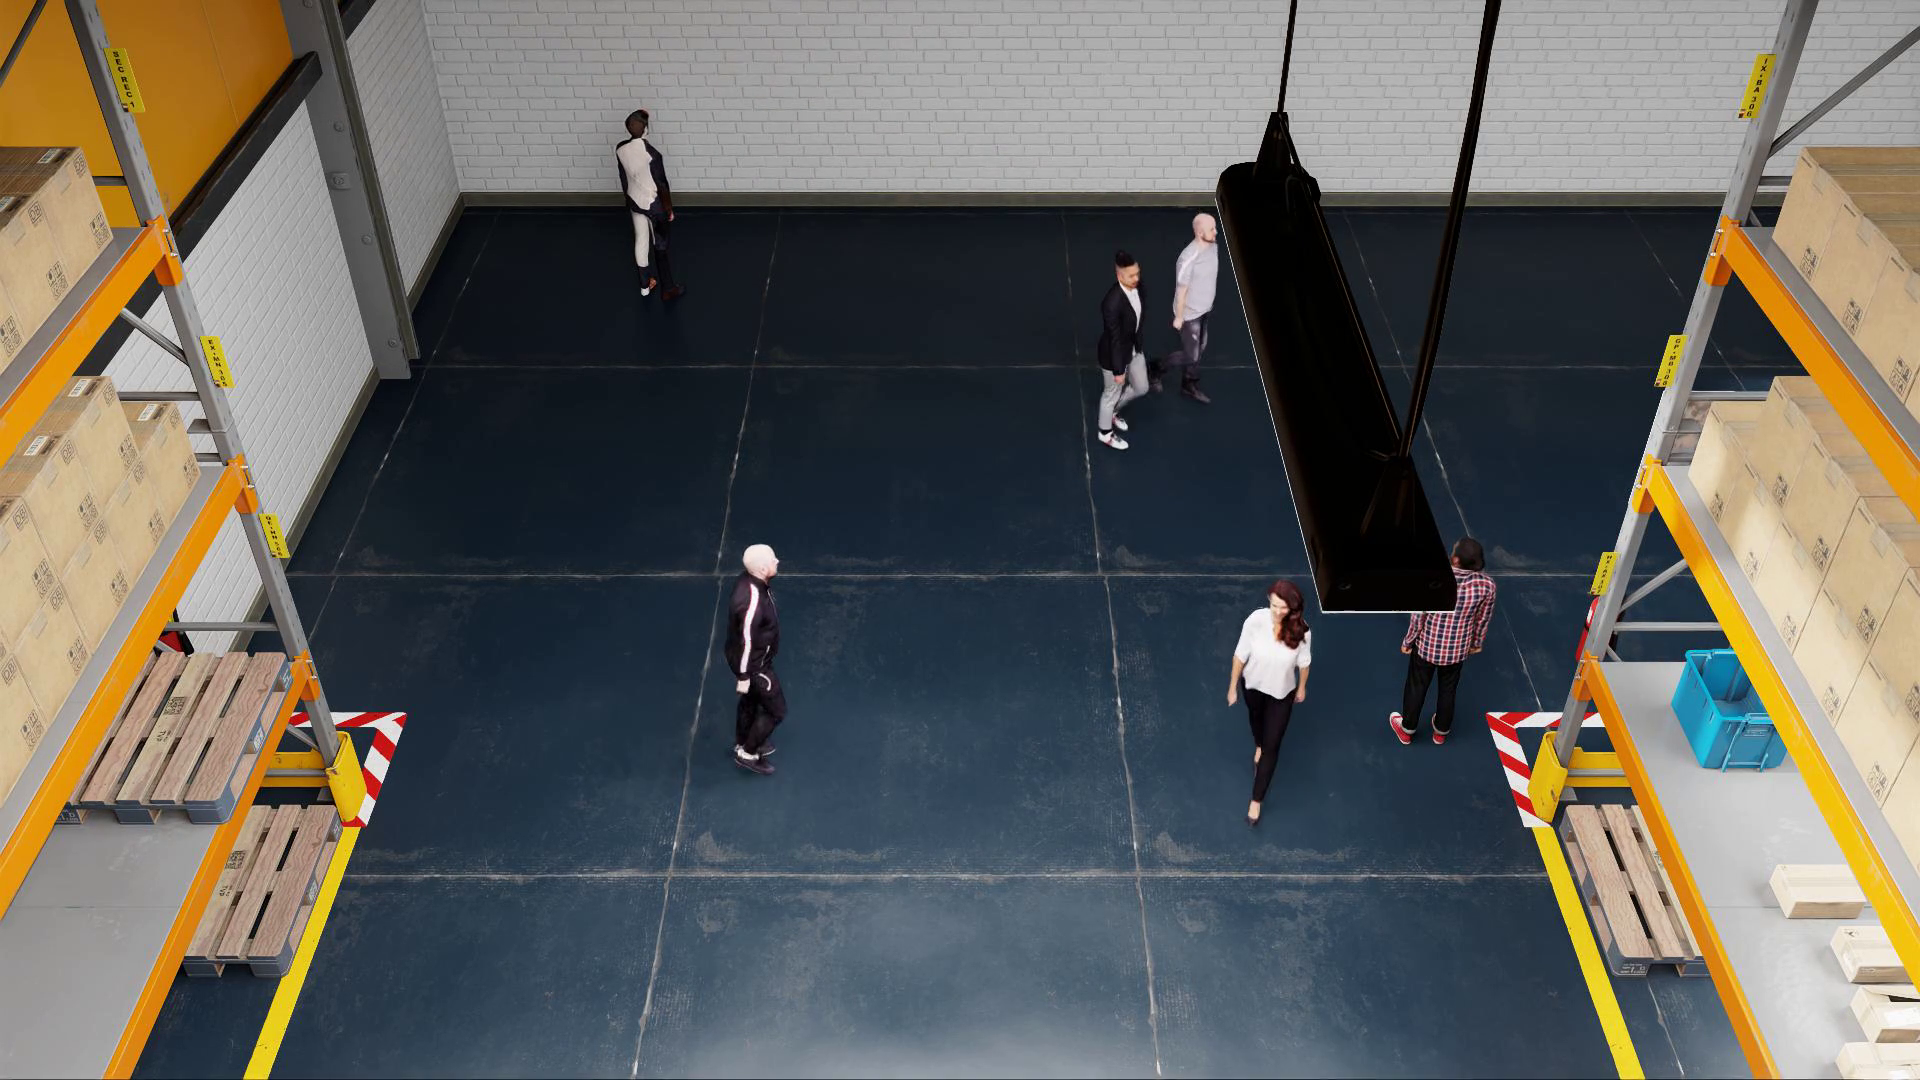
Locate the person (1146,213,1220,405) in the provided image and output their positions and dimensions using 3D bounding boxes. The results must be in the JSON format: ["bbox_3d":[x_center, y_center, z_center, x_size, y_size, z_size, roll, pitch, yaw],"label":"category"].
[{"bbox_3d":[1.947,-2.018,14.392,0.963,1.822,0.933,23,44,26],"label":"person"}]

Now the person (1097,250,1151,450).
[{"bbox_3d":[1.237,-1.597,13.780,0.922,1.928,0.848,24,44,27],"label":"person"}]

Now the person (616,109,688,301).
[{"bbox_3d":[-2.964,-3.179,15.790,0.775,1.892,0.758,18,42,21],"label":"person"}]

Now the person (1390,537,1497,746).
[{"bbox_3d":[3.210,0.669,11.078,0.686,1.759,0.581,0,39,0],"label":"person"}]

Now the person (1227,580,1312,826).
[{"bbox_3d":[2.012,0.911,10.780,0.874,1.754,1.144,13,40,15],"label":"person"}]

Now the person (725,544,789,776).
[{"bbox_3d":[-1.441,0.817,10.858,0.815,1.802,0.644,-4,39,-4],"label":"person"}]
